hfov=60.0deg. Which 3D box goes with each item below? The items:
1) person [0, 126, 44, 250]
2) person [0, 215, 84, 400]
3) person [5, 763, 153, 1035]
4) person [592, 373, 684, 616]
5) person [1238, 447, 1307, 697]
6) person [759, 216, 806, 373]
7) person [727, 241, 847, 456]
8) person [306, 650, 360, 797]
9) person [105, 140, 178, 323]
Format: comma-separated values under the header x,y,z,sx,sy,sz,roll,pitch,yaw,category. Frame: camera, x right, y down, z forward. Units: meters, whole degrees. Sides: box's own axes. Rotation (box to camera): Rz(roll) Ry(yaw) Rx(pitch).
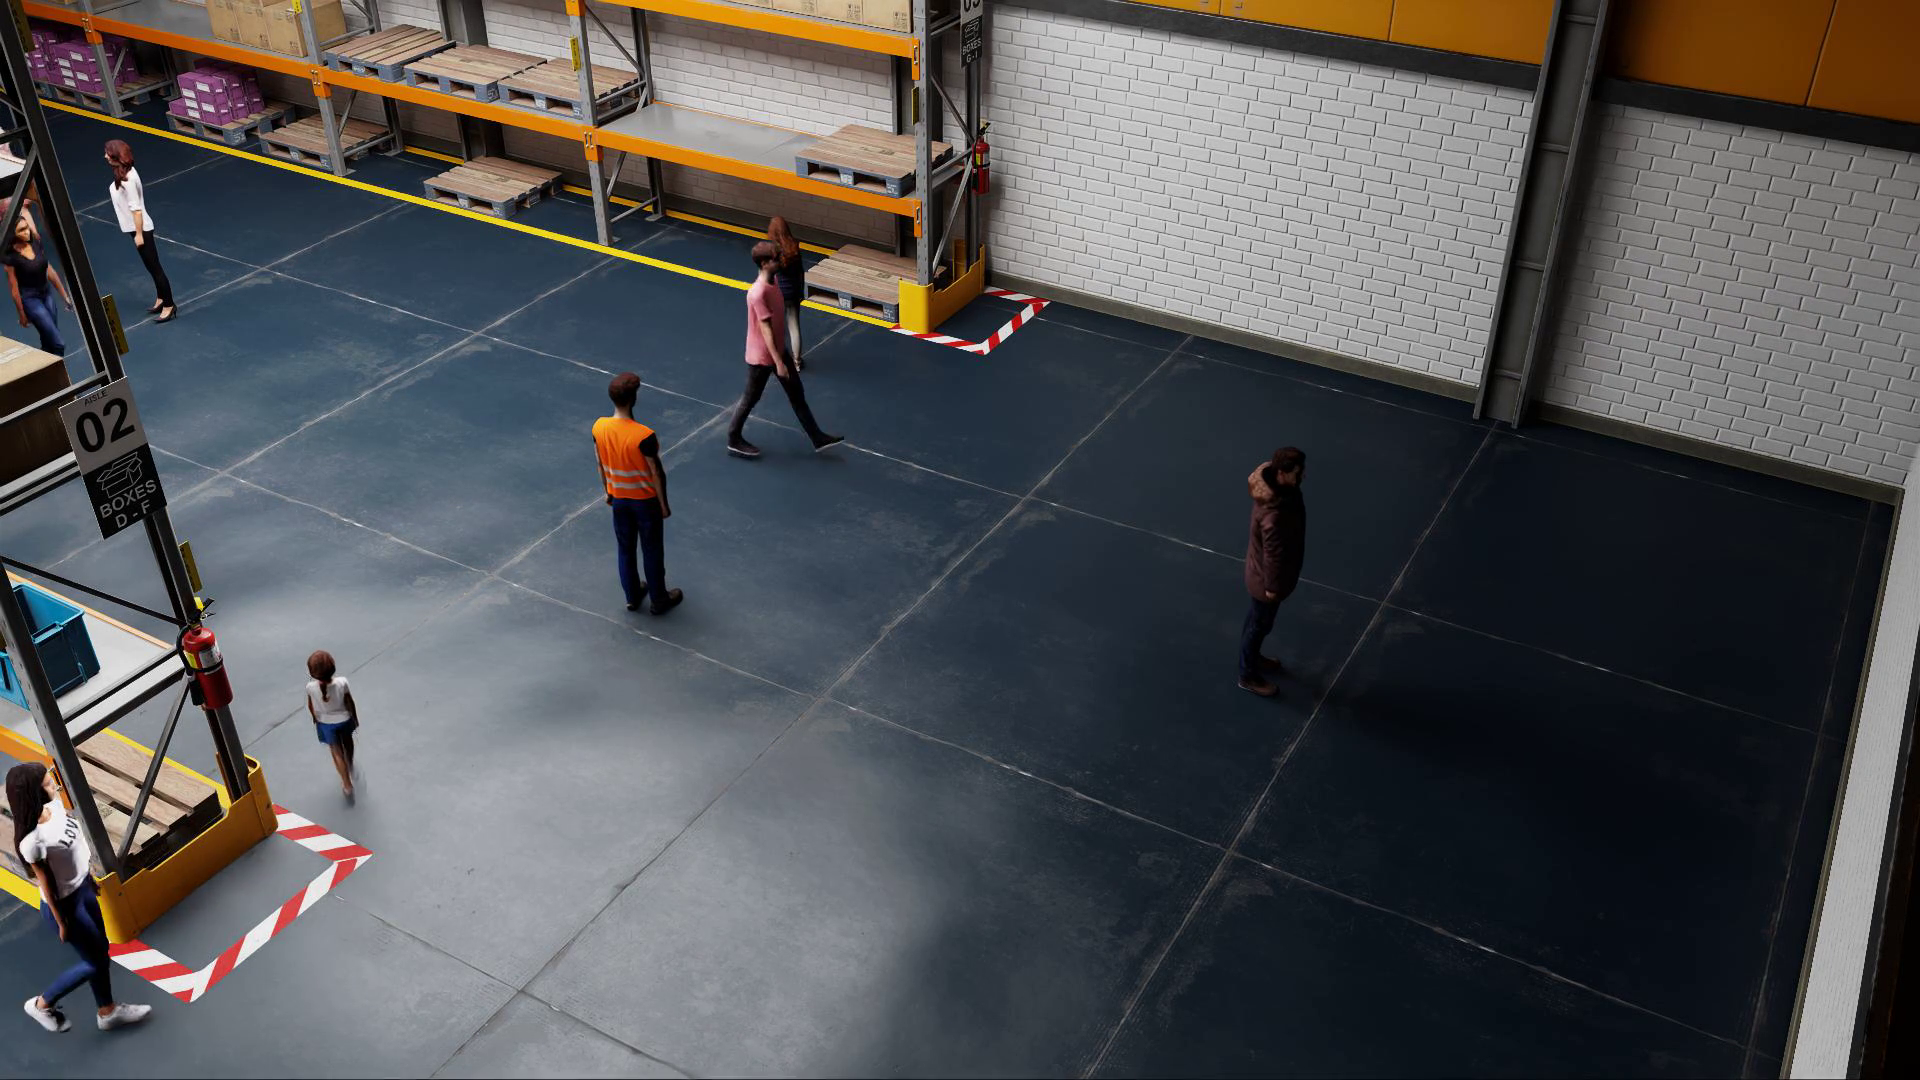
x,y,z,sx,sy,sz,roll,pitch,yaw,category
-9.916,-3.756,17.214,1.124,1.653,0.737,26,42,33,person
-8.165,-2.057,14.595,0.763,1.722,0.670,6,34,9,person
-4.705,1.899,8.617,0.913,1.753,0.855,-7,34,-10,person
-2.313,-0.309,11.823,0.622,1.881,0.773,11,35,16,person
2.075,0.180,11.120,0.771,1.845,0.827,8,34,11,person
-1.601,-2.216,15.036,0.683,1.500,0.748,-7,34,-10,person
-1.675,-1.507,13.610,1.324,1.898,0.923,7,34,10,person
-3.923,1.153,10.418,0.654,1.001,0.778,-14,36,-20,person
-7.822,-2.961,15.891,0.745,1.795,0.615,-19,38,-26,person
